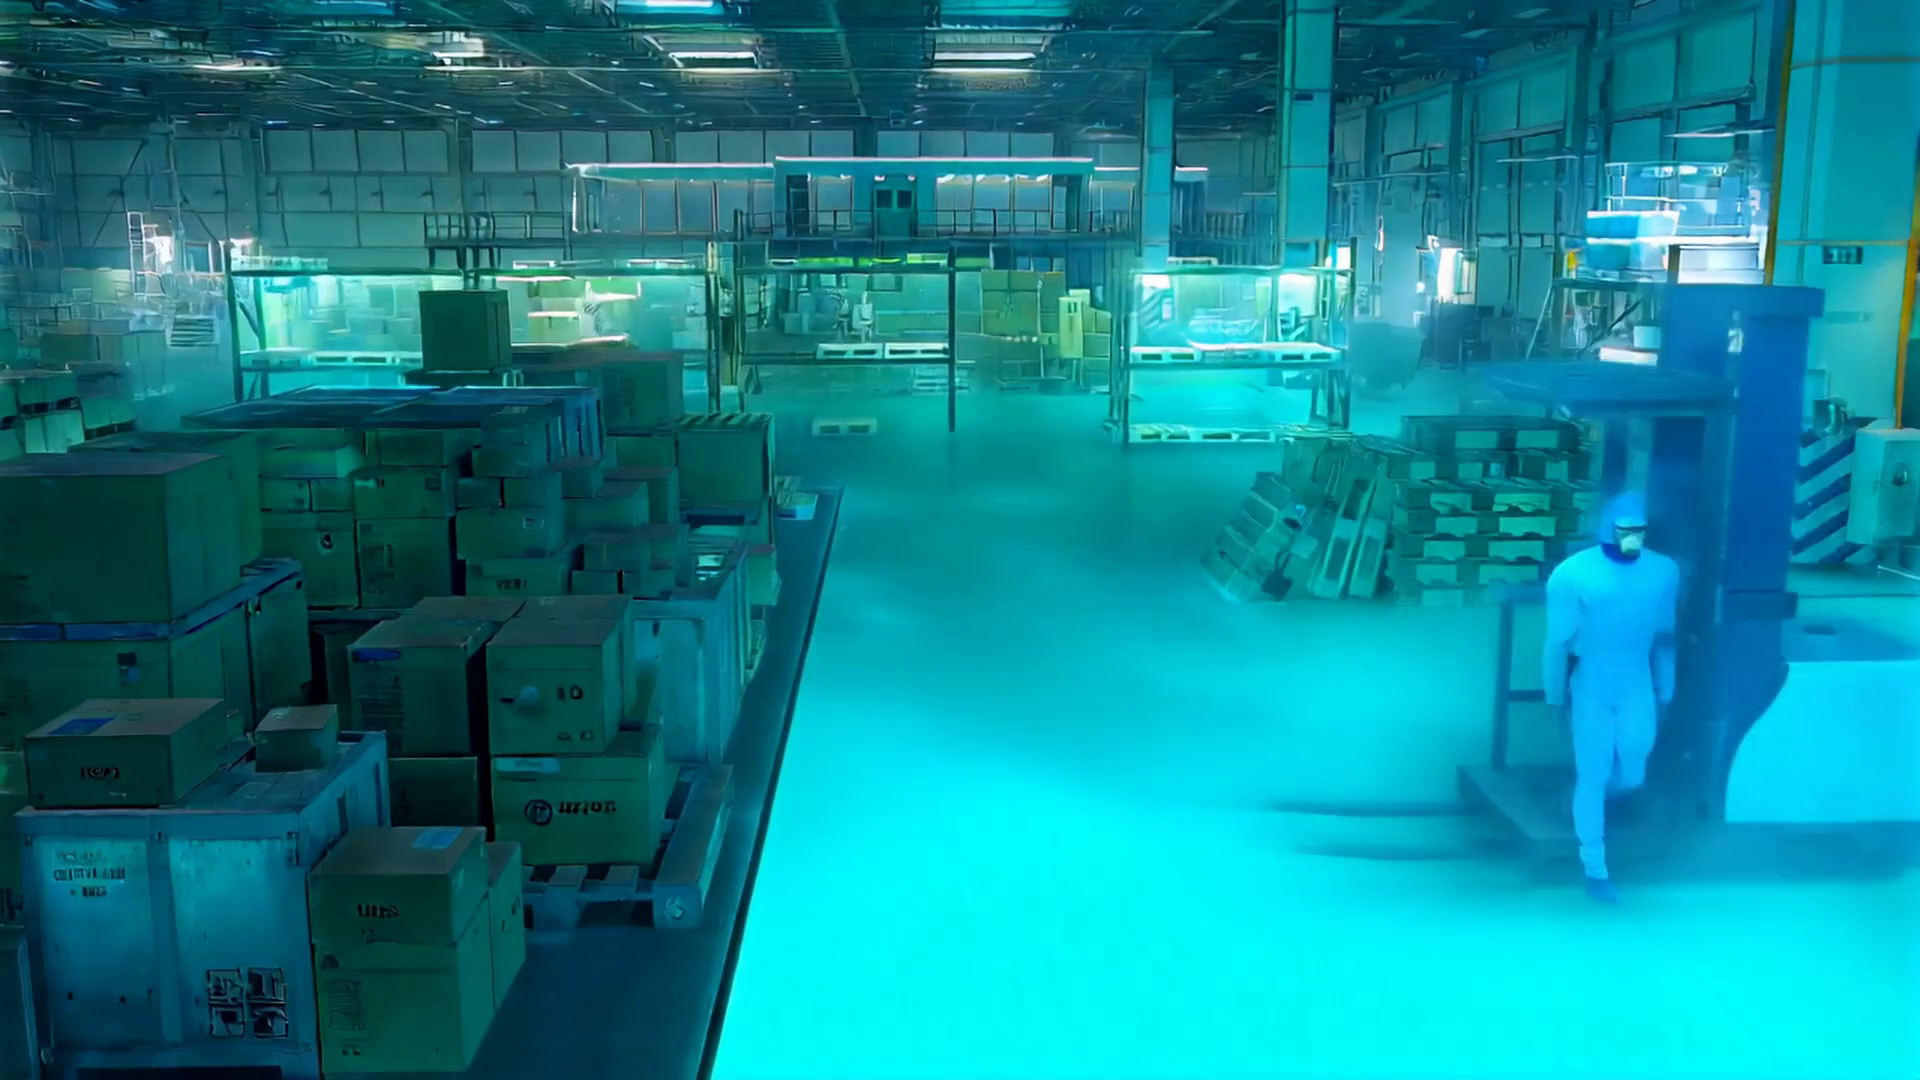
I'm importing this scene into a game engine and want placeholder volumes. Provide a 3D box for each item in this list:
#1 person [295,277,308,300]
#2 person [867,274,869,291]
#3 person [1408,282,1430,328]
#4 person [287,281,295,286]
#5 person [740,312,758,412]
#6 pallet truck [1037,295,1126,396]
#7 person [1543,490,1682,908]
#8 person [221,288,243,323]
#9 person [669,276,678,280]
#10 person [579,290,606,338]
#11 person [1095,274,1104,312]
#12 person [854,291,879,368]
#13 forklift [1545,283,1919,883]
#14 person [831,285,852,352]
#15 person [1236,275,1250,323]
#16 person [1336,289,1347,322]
[{"bbox_3d":[-24.767,-9.035,62.514,0.494,1.726,0.639,-1,10,-6],"label":"person"},{"bbox_3d":[-3.348,-8.488,58.934,0.542,1.928,0.400,-3,11,-16],"label":"person"},{"bbox_3d":[13.769,-6.797,49.807,0.651,1.814,0.678,1,10,6],"label":"person"},{"bbox_3d":[-20.818,-7.168,51.876,0.608,1.812,0.519,1,10,5],"label":"person"},{"bbox_3d":[-3.495,-2.867,27.768,0.328,1.873,0.514,1,10,8],"label":"person"},{"bbox_3d":[2.483,-3.881,33.060,1.885,1.965,0.823,-7,13,-36],"label":"pallet truck"},{"bbox_3d":[3.017,0.696,7.831,0.639,1.917,0.753,-1,10,-5],"label":"person"},{"bbox_3d":[-18.194,-5.395,41.708,0.587,1.919,0.457,1,10,6],"label":"person"},{"bbox_3d":[-9.551,-7.873,55.453,1.058,1.935,0.643,-2,10,-9],"label":"person"},{"bbox_3d":[-7.940,-4.340,35.497,0.705,2.000,0.807,7,12,33],"label":"person"},{"bbox_3d":[4.906,-8.284,57.853,0.396,1.910,0.587,-6,12,-29],"label":"person"},{"bbox_3d":[-2.324,-5.083,40.185,0.580,1.854,0.904,-7,12,-35],"label":"person"},{"bbox_3d":[3.707,0.151,8.138,1.873,2.768,1.129,0,10,-2],"label":"forklift"},{"bbox_3d":[-2.987,-5.565,42.649,0.652,1.913,0.840,-9,13,-40],"label":"person"},{"bbox_3d":[10.685,-9.088,62.542,0.533,1.827,0.454,-6,12,-32],"label":"person"},{"bbox_3d":[9.471,-5.325,41.483,0.329,1.865,0.510,-1,10,-5],"label":"person"}]
